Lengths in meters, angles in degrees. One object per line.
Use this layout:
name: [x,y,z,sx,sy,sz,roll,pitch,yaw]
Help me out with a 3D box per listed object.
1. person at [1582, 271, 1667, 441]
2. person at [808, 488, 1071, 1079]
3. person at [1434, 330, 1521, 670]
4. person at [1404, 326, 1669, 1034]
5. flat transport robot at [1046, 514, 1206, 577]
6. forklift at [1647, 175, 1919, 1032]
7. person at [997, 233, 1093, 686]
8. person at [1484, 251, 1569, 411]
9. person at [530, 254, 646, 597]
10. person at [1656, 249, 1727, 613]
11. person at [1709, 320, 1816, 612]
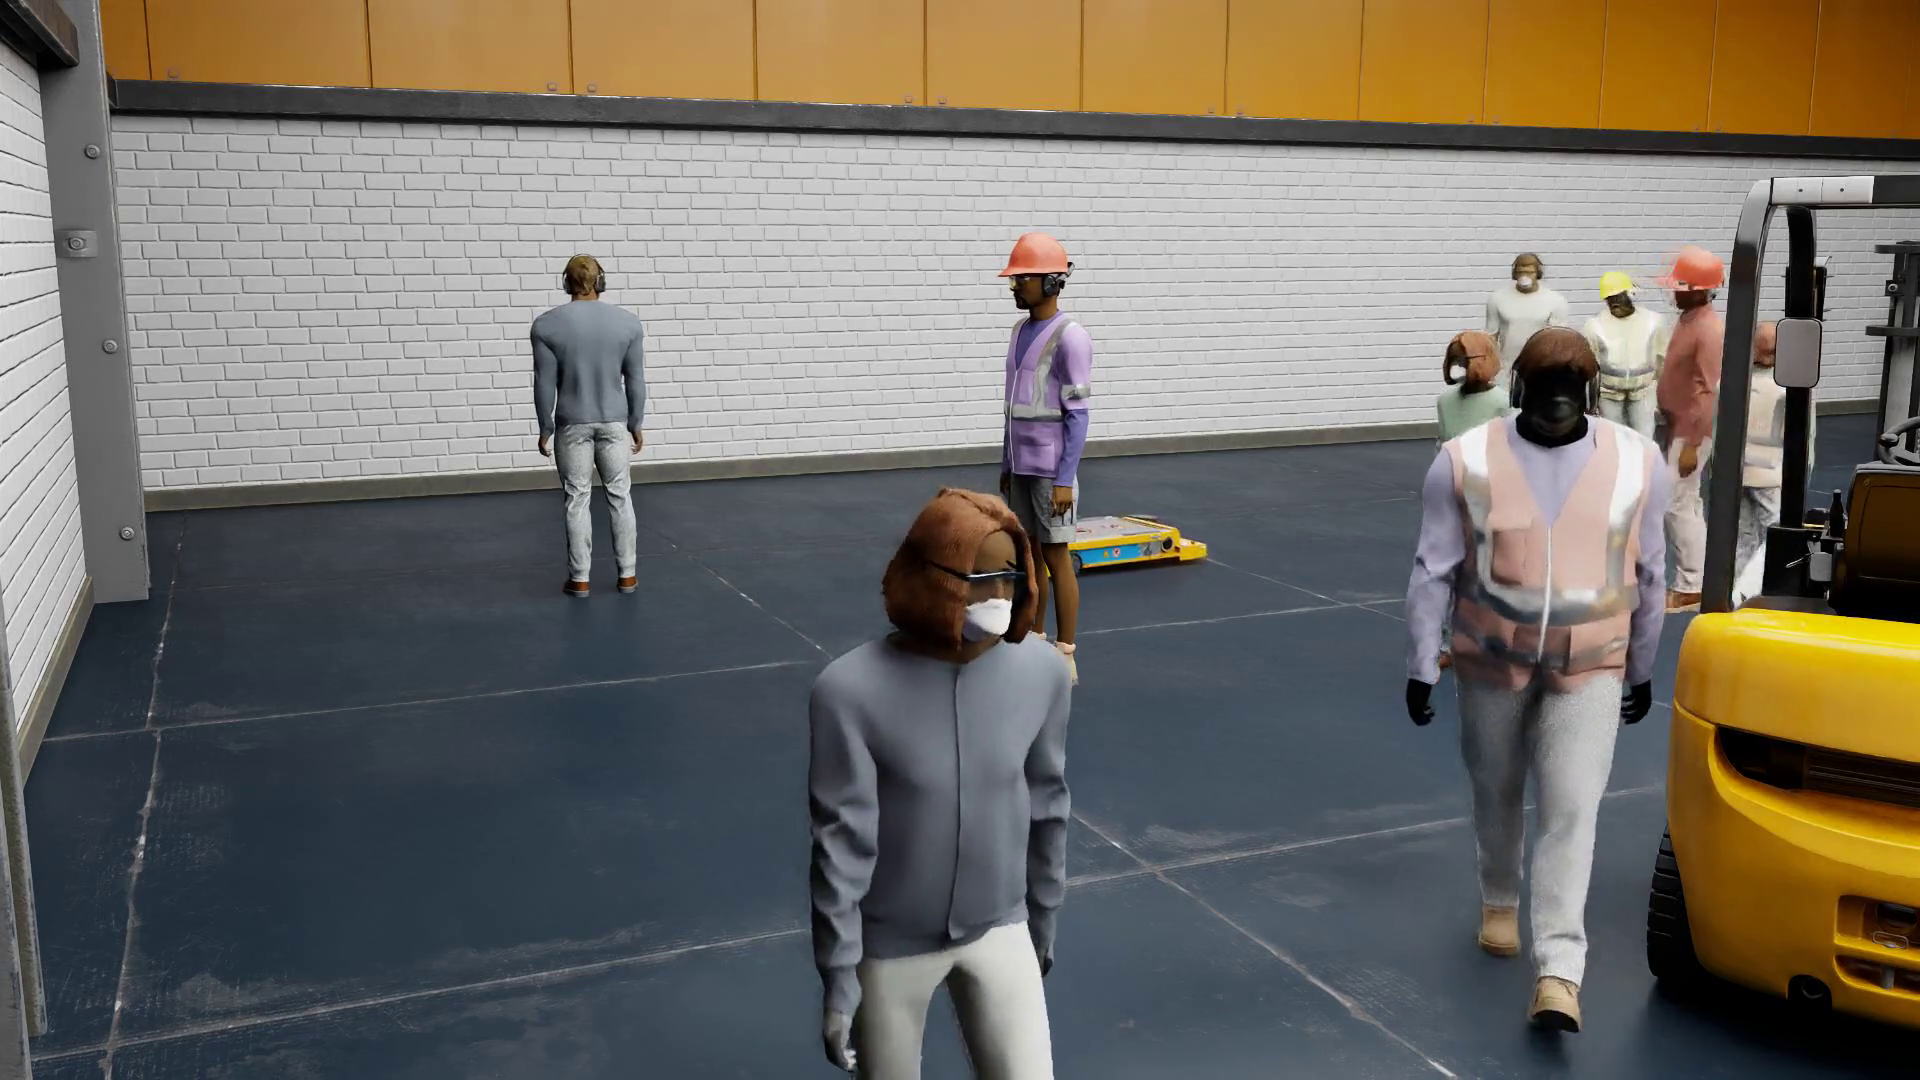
person: [4.911,-1.088,12.311,0.648,1.785,0.425,3,11,16]
person: [-0.011,0.719,2.813,0.516,1.610,0.635,-4,11,-19]
person: [2.477,-0.176,7.755,0.600,1.612,0.516,-5,11,-26]
person: [1.507,0.343,4.390,0.657,1.788,0.961,3,11,18]
flat transport robot: [0.770,0.028,10.325,1.431,0.197,0.652,-6,12,-31]
forklift: [2.810,0.094,4.662,1.214,2.155,2.313,7,12,34]
person: [0.346,-0.341,7.475,0.375,2.044,0.607,-5,12,-27]
person: [4.498,-1.333,13.286,0.659,1.914,0.463,4,11,21]
person: [-2.093,-0.639,9.419,0.628,1.934,0.374,-4,11,-20]
person: [3.974,-0.576,9.064,0.362,1.962,0.661,3,11,15]
person: [3.988,-0.290,8.353,0.577,1.619,0.526,-8,13,-38]
